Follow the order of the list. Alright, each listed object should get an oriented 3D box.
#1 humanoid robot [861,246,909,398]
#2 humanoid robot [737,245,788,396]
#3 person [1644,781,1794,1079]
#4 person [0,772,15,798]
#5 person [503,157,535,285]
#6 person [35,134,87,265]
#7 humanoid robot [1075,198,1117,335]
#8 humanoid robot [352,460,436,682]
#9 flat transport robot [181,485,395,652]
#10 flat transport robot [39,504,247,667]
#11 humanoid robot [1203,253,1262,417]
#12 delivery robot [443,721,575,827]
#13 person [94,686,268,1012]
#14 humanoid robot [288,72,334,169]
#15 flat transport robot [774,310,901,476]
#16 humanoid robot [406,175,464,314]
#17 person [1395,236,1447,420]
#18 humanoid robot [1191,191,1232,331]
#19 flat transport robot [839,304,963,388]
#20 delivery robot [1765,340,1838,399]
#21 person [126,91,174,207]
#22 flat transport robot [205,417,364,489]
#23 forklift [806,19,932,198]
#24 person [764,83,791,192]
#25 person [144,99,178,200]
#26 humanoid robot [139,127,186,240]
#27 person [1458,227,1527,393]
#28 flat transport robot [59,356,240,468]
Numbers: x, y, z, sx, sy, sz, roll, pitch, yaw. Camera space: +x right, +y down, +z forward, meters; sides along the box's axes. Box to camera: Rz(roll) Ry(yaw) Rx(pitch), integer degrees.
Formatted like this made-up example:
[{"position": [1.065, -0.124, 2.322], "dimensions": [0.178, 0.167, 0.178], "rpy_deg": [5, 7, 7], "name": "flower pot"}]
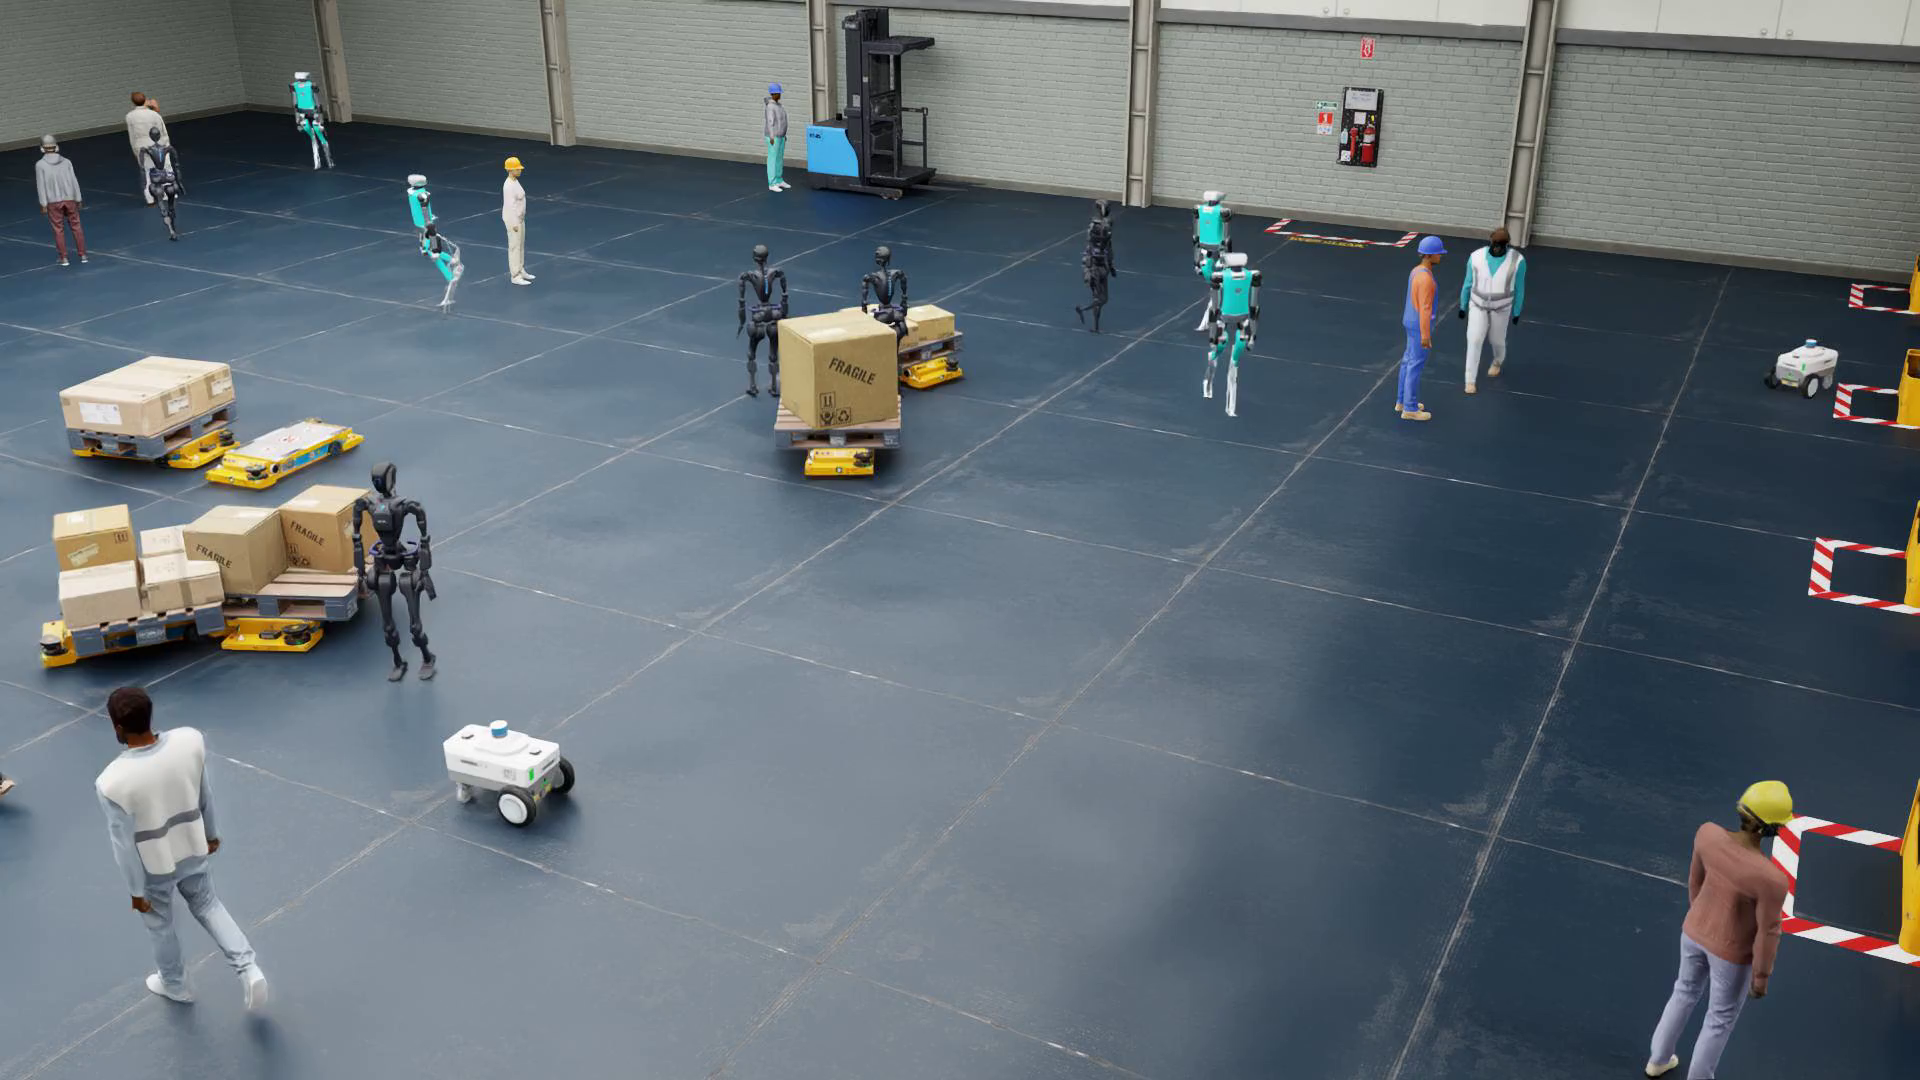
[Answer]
[{"position": [-0.812, -2.316, 17.762], "dimensions": [0.600, 1.654, 0.329], "rpy_deg": [-12, 26, -27], "name": "humanoid robot"}, {"position": [-2.108, -2.365, 17.881], "dimensions": [0.588, 1.649, 0.393], "rpy_deg": [-11, 25, -23], "name": "humanoid robot"}, {"position": [3.611, 1.907, 7.843], "dimensions": [0.372, 1.754, 0.541], "rpy_deg": [-10, 25, -22], "name": "person"}, {"position": [-6.452, 0.828, 10.137], "dimensions": [0.943, 1.929, 0.606], "rpy_deg": [1, 23, 2], "name": "person"}, {"position": [-5.956, -4.287, 22.342], "dimensions": [0.335, 1.694, 0.482], "rpy_deg": [-2, 23, -3], "name": "person"}, {"position": [-12.625, -4.777, 23.338], "dimensions": [0.546, 1.807, 0.379], "rpy_deg": [-20, 31, -39], "name": "person"}, {"position": [1.609, -3.340, 20.162], "dimensions": [0.518, 1.635, 0.608], "rpy_deg": [16, 28, 32], "name": "humanoid robot"}, {"position": [-4.033, 0.219, 11.858], "dimensions": [0.584, 1.649, 0.337], "rpy_deg": [0, 23, 1], "name": "humanoid robot"}, {"position": [-5.159, 0.483, 13.038], "dimensions": [0.659, 0.231, 1.431], "rpy_deg": [1, 23, 3], "name": "flat transport robot"}, {"position": [-6.189, 0.642, 12.667], "dimensions": [1.431, 0.231, 0.659], "rpy_deg": [-11, 26, -24], "name": "flat transport robot"}, {"position": [2.787, -2.210, 17.492], "dimensions": [0.554, 1.795, 0.945], "rpy_deg": [-2, 23, -6], "name": "humanoid robot"}, {"position": [-2.840, 1.434, 10.488], "dimensions": [0.786, 0.614, 0.525], "rpy_deg": [9, 25, 20], "name": "delivery robot"}, {"position": [-3.972, 1.589, 8.404], "dimensions": [0.785, 1.899, 0.596], "rpy_deg": [14, 27, 29], "name": "person"}, {"position": [-11.537, -7.436, 29.762], "dimensions": [0.543, 1.895, 0.764], "rpy_deg": [1, 23, 3], "name": "humanoid robot"}, {"position": [-1.185, -0.968, 16.416], "dimensions": [0.659, 0.231, 1.431], "rpy_deg": [-1, 23, -2], "name": "flat transport robot"}, {"position": [-6.520, -3.701, 21.015], "dimensions": [0.734, 1.861, 0.543], "rpy_deg": [-16, 28, -32], "name": "humanoid robot"}, {"position": [4.767, -2.200, 17.207], "dimensions": [0.357, 1.908, 0.537], "rpy_deg": [1, 23, 2], "name": "person"}, {"position": [3.218, -3.430, 20.359], "dimensions": [0.536, 1.774, 1.042], "rpy_deg": [19, 30, 37], "name": "humanoid robot"}, {"position": [-0.718, -2.019, 18.863], "dimensions": [1.431, 0.231, 0.659], "rpy_deg": [21, 31, 40], "name": "flat transport robot"}, {"position": [9.243, -1.879, 18.199], "dimensions": [0.807, 0.613, 0.499], "rpy_deg": [-16, 28, -32], "name": "delivery robot"}, {"position": [-13.115, -6.312, 26.885], "dimensions": [0.507, 1.827, 0.371], "rpy_deg": [-12, 26, -26], "name": "person"}, {"position": [-6.540, -0.849, 16.140], "dimensions": [0.659, 0.231, 1.431], "rpy_deg": [9, 25, 20], "name": "flat transport robot"}, {"position": [-1.573, -7.292, 27.850], "dimensions": [1.873, 2.768, 1.129], "rpy_deg": [12, 26, 25], "name": "forklift"}, {"position": [-3.109, -6.811, 28.112], "dimensions": [0.357, 1.777, 0.526], "rpy_deg": [8, 24, 17], "name": "person"}, {"position": [-13.185, -6.448, 27.433], "dimensions": [0.314, 1.640, 0.513], "rpy_deg": [-10, 25, -23], "name": "person"}, {"position": [-11.927, -5.325, 24.861], "dimensions": [0.612, 1.645, 0.788], "rpy_deg": [-18, 29, -35], "name": "humanoid robot"}, {"position": [5.814, -2.559, 18.186], "dimensions": [0.659, 1.803, 0.828], "rpy_deg": [10, 25, 21], "name": "person"}, {"position": [-7.912, -0.956, 16.388], "dimensions": [1.431, 0.231, 0.659], "rpy_deg": [7, 24, 15], "name": "flat transport robot"}]
